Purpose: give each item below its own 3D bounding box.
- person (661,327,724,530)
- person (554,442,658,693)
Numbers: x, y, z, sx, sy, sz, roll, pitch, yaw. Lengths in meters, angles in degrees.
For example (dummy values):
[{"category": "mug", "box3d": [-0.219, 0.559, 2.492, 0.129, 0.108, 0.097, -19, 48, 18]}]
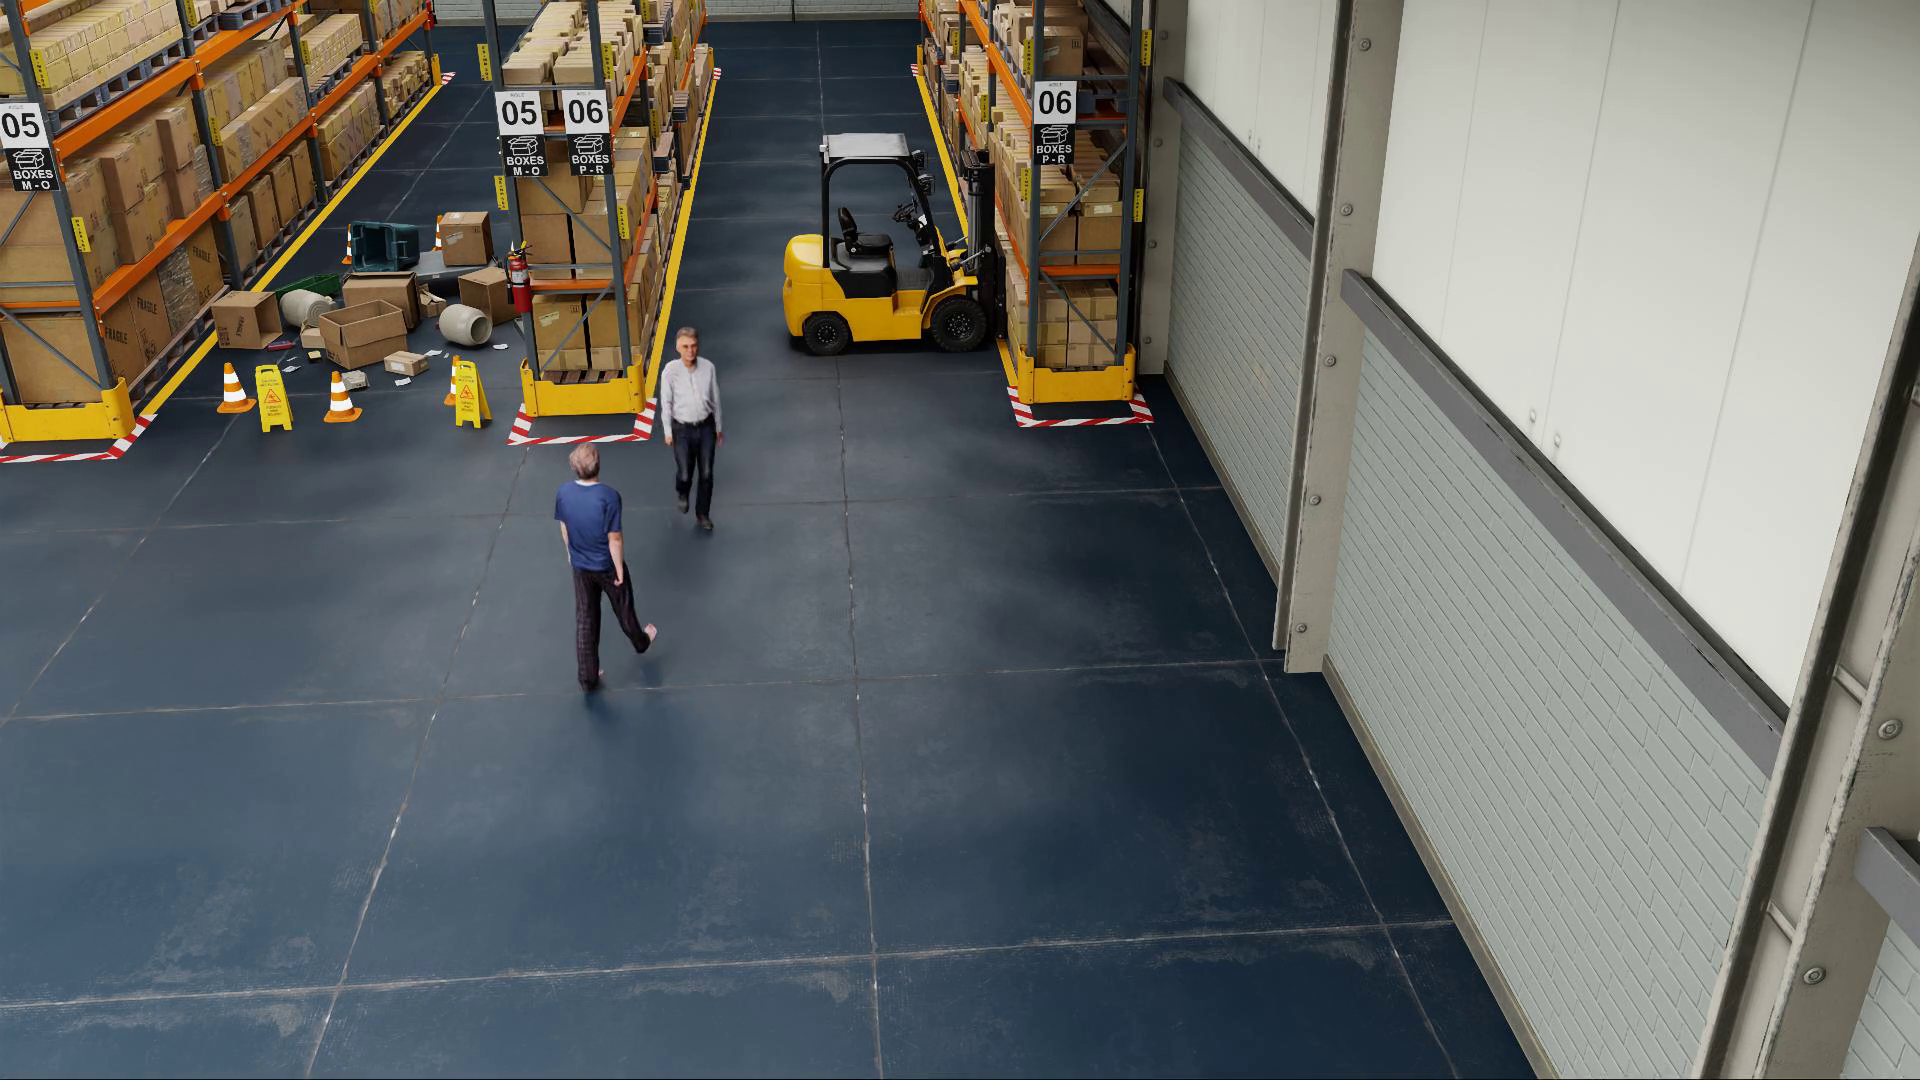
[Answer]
[{"category": "person", "box3d": [-2.280, -0.982, 14.119, 0.782, 1.809, 0.861, -11, 29, -20]}, {"category": "person", "box3d": [-2.598, 0.226, 11.739, 0.865, 1.840, 1.128, 5, 28, 10]}]
